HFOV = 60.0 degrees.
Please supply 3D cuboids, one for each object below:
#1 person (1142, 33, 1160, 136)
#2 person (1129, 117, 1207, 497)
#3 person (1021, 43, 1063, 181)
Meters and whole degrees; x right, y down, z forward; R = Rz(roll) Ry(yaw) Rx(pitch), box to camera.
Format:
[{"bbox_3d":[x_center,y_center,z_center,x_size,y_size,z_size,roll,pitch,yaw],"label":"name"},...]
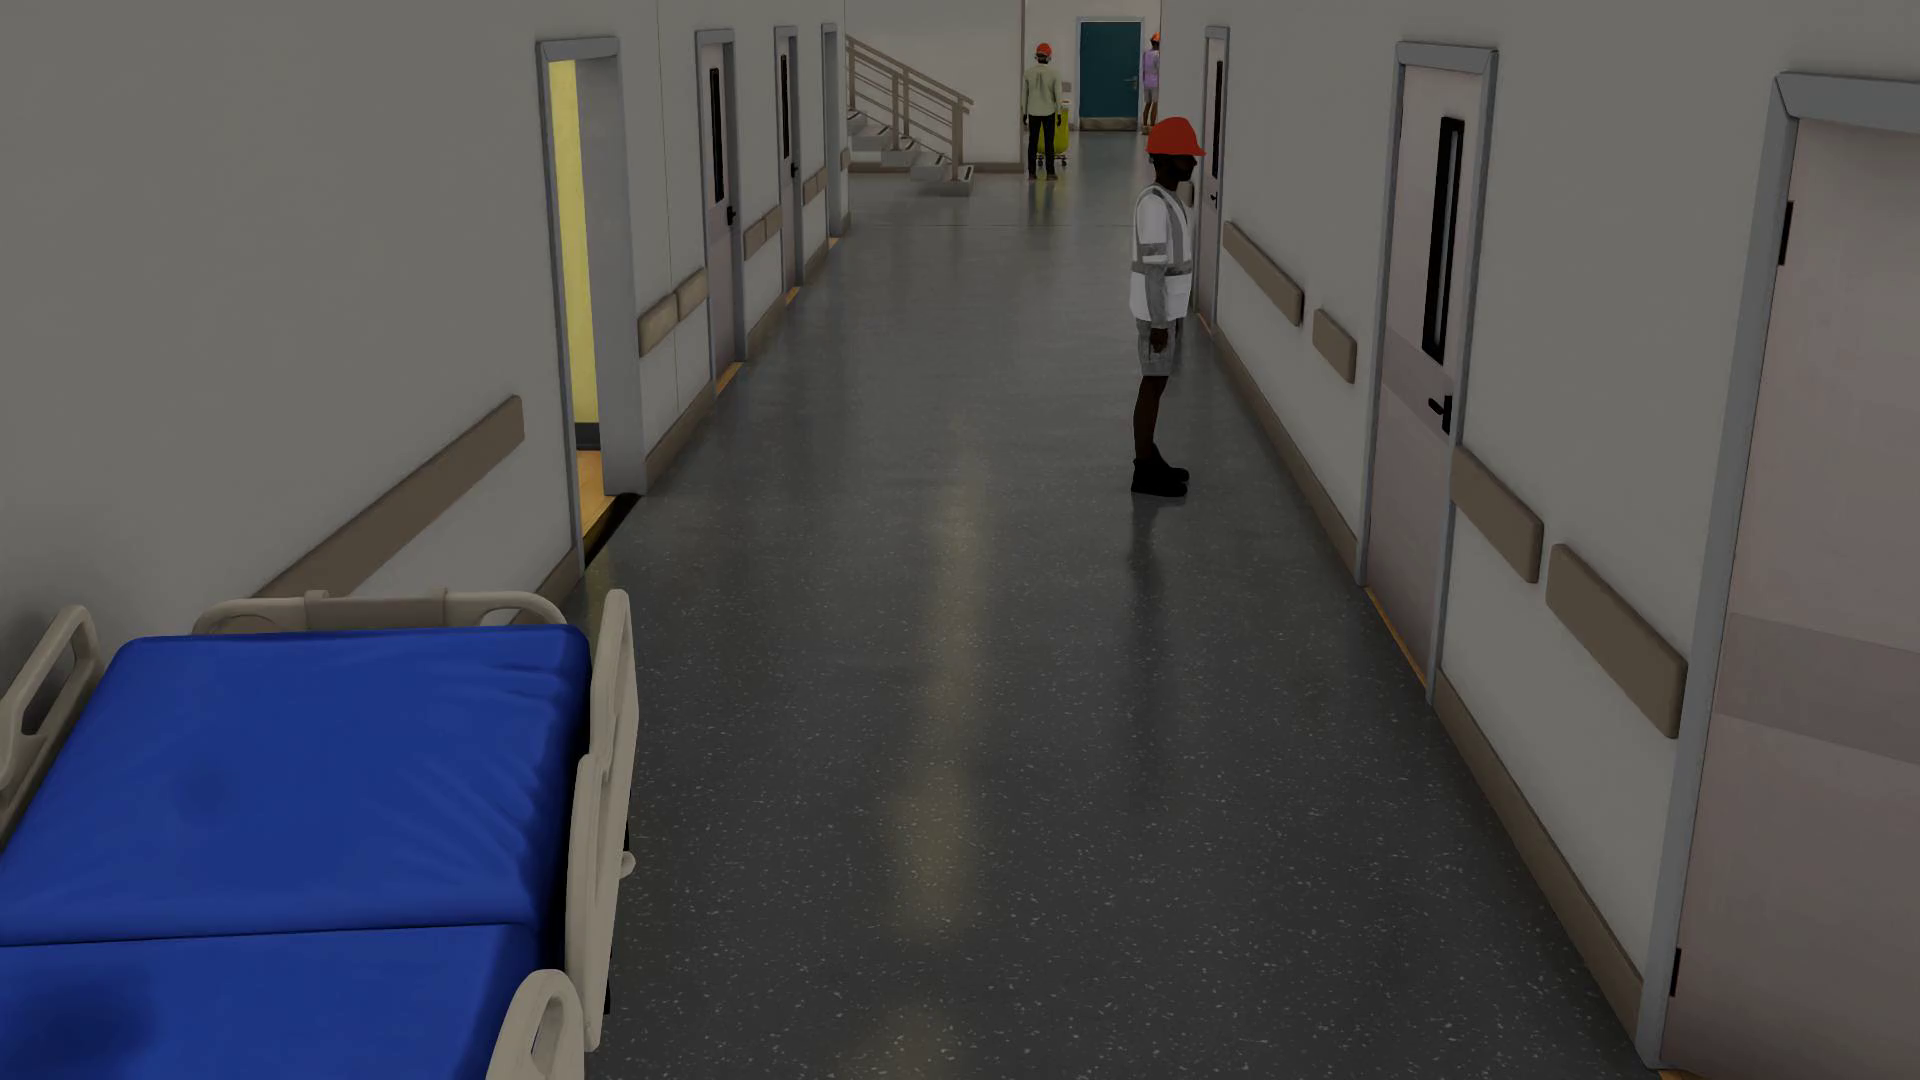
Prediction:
[{"bbox_3d":[3.949,-9.236,33.749,0.409,2.028,0.618,-11,21,-31],"label":"person"},{"bbox_3d":[1.065,-1.200,8.636,0.360,1.938,0.546,4,18,11],"label":"person"},{"bbox_3d":[1.228,-6.375,24.802,0.625,1.992,0.389,5,18,17],"label":"person"}]
